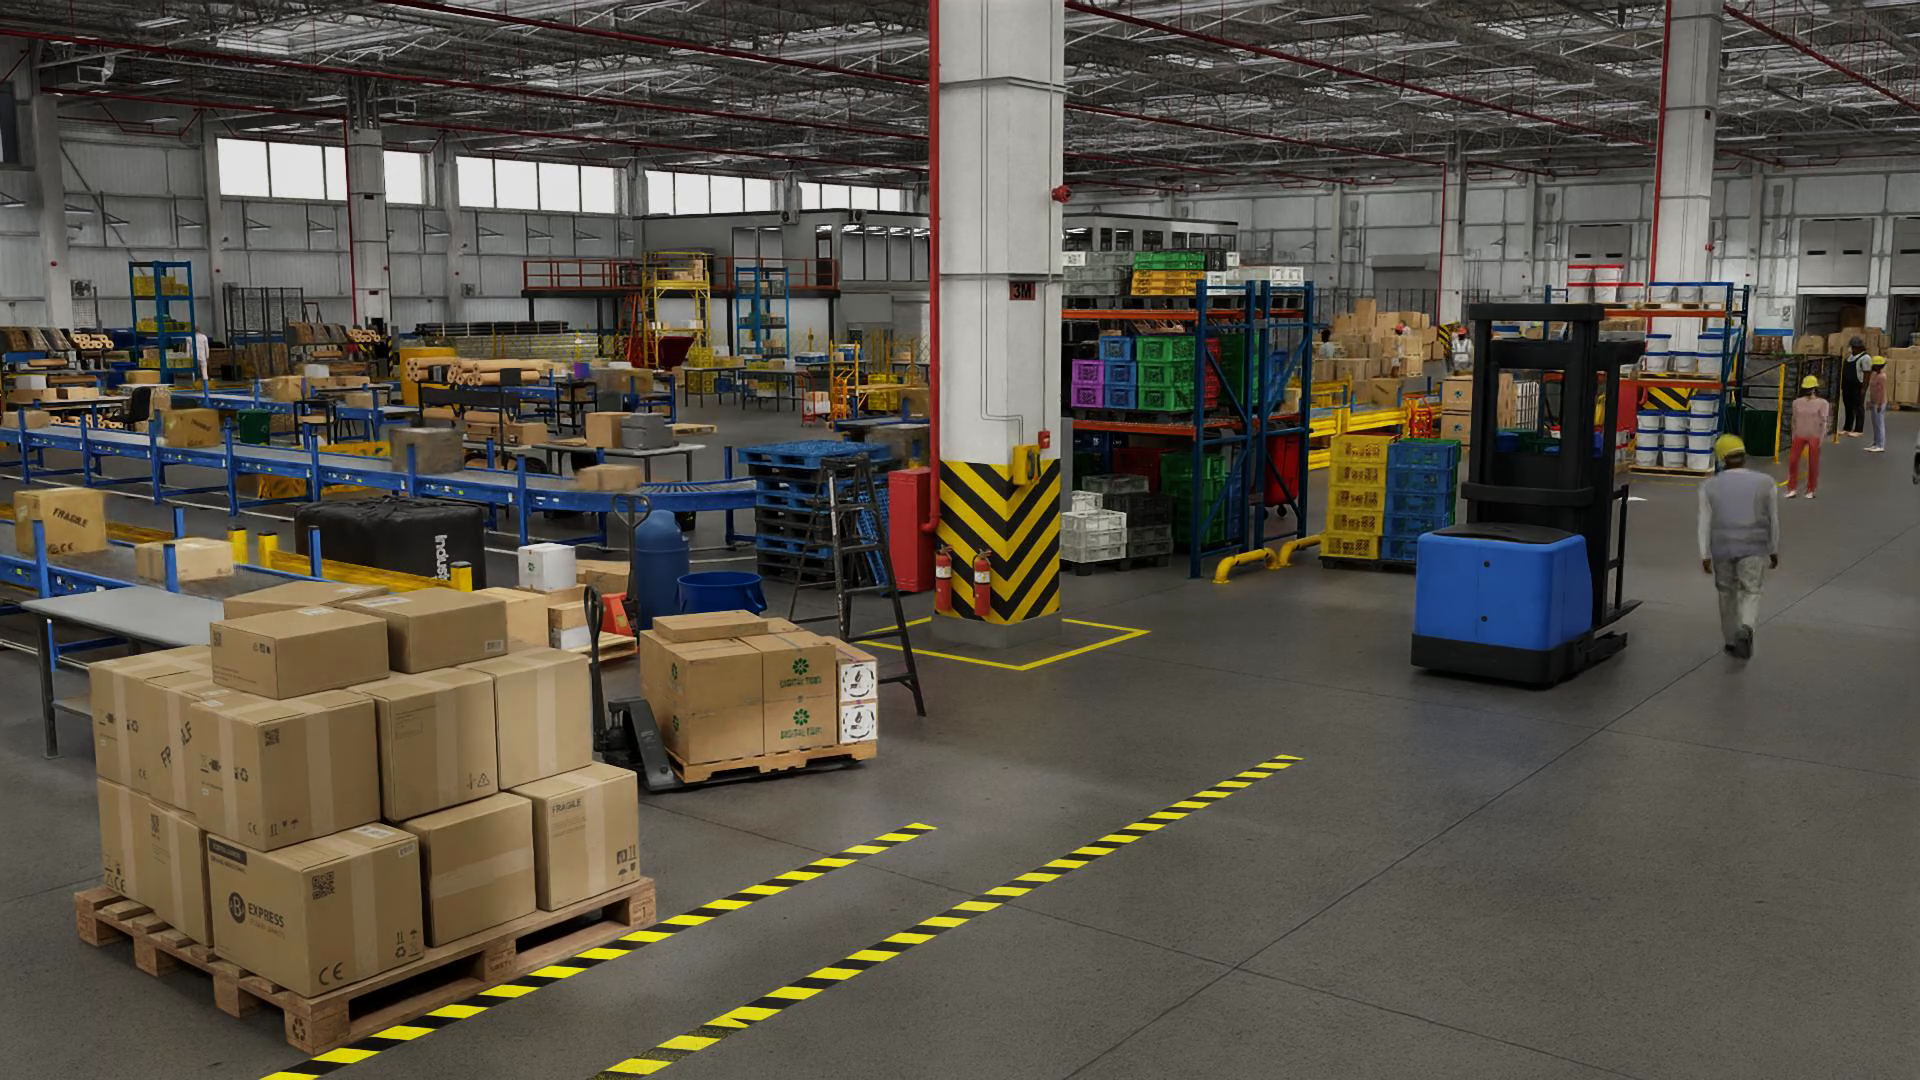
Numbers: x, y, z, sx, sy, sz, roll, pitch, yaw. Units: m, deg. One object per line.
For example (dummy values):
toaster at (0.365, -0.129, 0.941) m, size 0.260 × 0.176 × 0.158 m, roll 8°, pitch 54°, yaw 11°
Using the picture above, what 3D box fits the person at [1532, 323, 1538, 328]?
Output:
person at (23.229, -7.903, 67.121) m, size 0.498 × 1.705 × 0.876 m, roll -1°, pitch 9°, yaw -10°

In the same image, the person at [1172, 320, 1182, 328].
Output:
person at (8.957, -8.157, 68.236) m, size 0.355 × 1.882 × 0.575 m, roll -8°, pitch 11°, yaw -42°

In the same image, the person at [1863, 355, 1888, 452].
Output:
person at (16.777, -2.493, 30.450) m, size 0.327 × 1.765 × 0.532 m, roll 2°, pitch 9°, yaw 13°

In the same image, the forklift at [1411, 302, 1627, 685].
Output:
forklift at (4.379, -0.438, 12.852) m, size 1.129 × 2.768 × 1.873 m, roll 7°, pitch 11°, yaw 37°

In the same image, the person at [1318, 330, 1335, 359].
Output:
person at (9.790, -4.631, 44.322) m, size 0.974 × 1.930 × 0.612 m, roll 8°, pitch 12°, yaw 44°

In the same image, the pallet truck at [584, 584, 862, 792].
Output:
pallet truck at (-1.426, 0.805, 10.019) m, size 1.601 × 1.201 × 0.680 m, roll -4°, pitch 9°, yaw -26°

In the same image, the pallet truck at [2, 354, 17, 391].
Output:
pallet truck at (-24.881, -4.417, 42.634) m, size 1.885 × 1.965 × 0.823 m, roll 8°, pitch 11°, yaw 41°

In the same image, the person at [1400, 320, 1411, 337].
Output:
person at (16.568, -7.321, 62.467) m, size 0.546 × 1.925 × 0.660 m, roll -5°, pitch 10°, yaw -30°

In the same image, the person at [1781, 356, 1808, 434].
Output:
person at (17.108, -2.950, 34.047) m, size 0.512 × 1.616 × 0.586 m, roll -2°, pitch 9°, yaw -15°

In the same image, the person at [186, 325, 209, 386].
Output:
person at (-23.528, -5.664, 51.343) m, size 0.637 × 1.911 × 0.403 m, roll -4°, pitch 9°, yaw -24°

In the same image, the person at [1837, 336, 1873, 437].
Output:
person at (18.035, -3.097, 33.592) m, size 0.535 × 2.000 × 0.684 m, roll -1°, pitch 8°, yaw -4°

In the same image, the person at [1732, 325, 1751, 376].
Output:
person at (27.201, -6.589, 57.907) m, size 0.630 × 1.819 × 0.722 m, roll 3°, pitch 9°, yaw 18°

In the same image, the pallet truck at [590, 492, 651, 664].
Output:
pallet truck at (-3.115, 0.344, 12.883) m, size 0.653 × 1.274 × 1.630 m, roll 7°, pitch 11°, yaw 37°

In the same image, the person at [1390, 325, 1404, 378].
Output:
person at (13.525, -5.688, 51.427) m, size 0.376 × 1.933 × 0.544 m, roll -1°, pitch 9°, yaw -7°

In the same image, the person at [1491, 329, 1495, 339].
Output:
person at (13.768, -4.548, 43.520) m, size 0.372 × 1.997 × 0.611 m, roll 2°, pitch 9°, yaw 10°

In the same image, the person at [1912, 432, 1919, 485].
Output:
person at (11.240, -0.755, 19.084) m, size 0.555 × 1.648 × 0.872 m, roll 5°, pitch 10°, yaw 31°

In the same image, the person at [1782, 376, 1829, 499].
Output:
person at (11.862, -1.427, 23.321) m, size 0.723 × 1.740 × 0.532 m, roll -8°, pitch 11°, yaw -42°

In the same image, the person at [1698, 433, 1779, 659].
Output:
person at (6.108, 0.066, 13.073) m, size 0.614 × 1.799 × 0.665 m, roll 4°, pitch 9°, yaw 23°

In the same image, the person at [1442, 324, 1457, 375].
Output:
person at (17.341, -6.742, 58.921) m, size 0.649 × 1.821 × 0.512 m, roll 2°, pitch 9°, yaw 16°

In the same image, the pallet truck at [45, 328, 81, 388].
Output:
pallet truck at (-23.775, -4.544, 43.495) m, size 1.885 × 1.965 × 0.823 m, roll 6°, pitch 10°, yaw 35°

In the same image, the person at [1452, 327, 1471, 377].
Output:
person at (14.489, -5.183, 48.092) m, size 0.548 × 1.914 × 0.673 m, roll 3°, pitch 9°, yaw 21°

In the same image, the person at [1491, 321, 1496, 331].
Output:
person at (25.568, -9.914, 80.097) m, size 0.626 × 1.865 × 0.963 m, roll -6°, pitch 10°, yaw -35°
